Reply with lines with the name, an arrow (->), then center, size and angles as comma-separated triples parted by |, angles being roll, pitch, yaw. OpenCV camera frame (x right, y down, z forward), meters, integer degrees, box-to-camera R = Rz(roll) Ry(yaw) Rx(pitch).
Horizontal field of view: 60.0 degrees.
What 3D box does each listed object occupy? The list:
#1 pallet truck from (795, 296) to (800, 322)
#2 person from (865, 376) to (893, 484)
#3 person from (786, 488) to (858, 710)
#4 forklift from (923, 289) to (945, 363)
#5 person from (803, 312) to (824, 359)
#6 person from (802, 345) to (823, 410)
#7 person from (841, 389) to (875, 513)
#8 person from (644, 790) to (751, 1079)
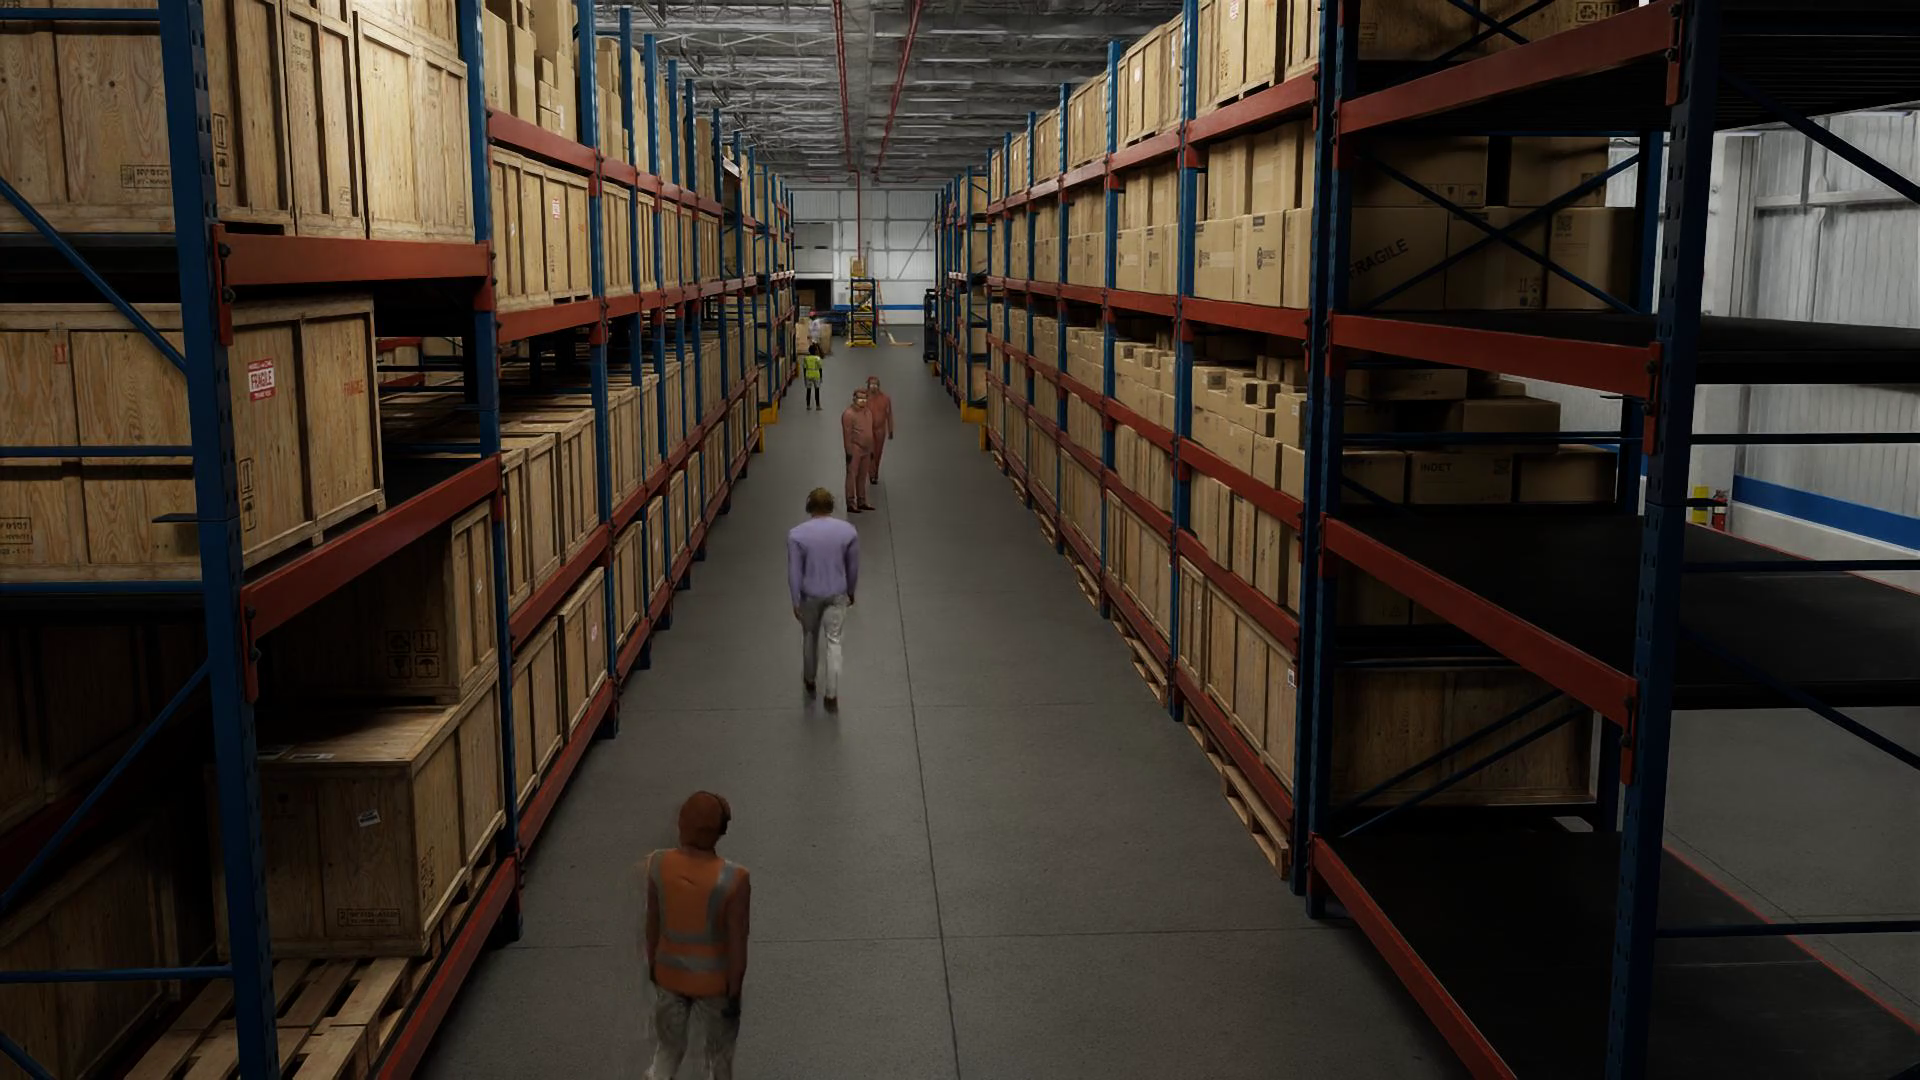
pallet truck -> -8.622, -12.439, 91.403 | 1.885, 1.965, 0.823 | 2, 10, 13
person -> -1.508, -1.948, 29.109 | 0.651, 1.879, 0.892 | -2, 10, -12
person -> -1.202, 0.484, 14.539 | 0.633, 1.884, 1.033 | -2, 10, -10
forklift -> -0.829, -8.174, 63.295 | 1.129, 2.768, 1.873 | -1, 10, -3
person -> -5.775, -8.064, 65.641 | 1.040, 1.873, 0.538 | -7, 12, -34
person -> -3.814, -4.215, 43.169 | 0.541, 1.696, 0.315 | 2, 10, 13
person -> -1.538, -1.376, 25.605 | 0.402, 1.904, 0.638 | 7, 12, 34
person -> -1.155, 1.876, 7.003 | 0.536, 1.617, 0.633 | 3, 10, 19
